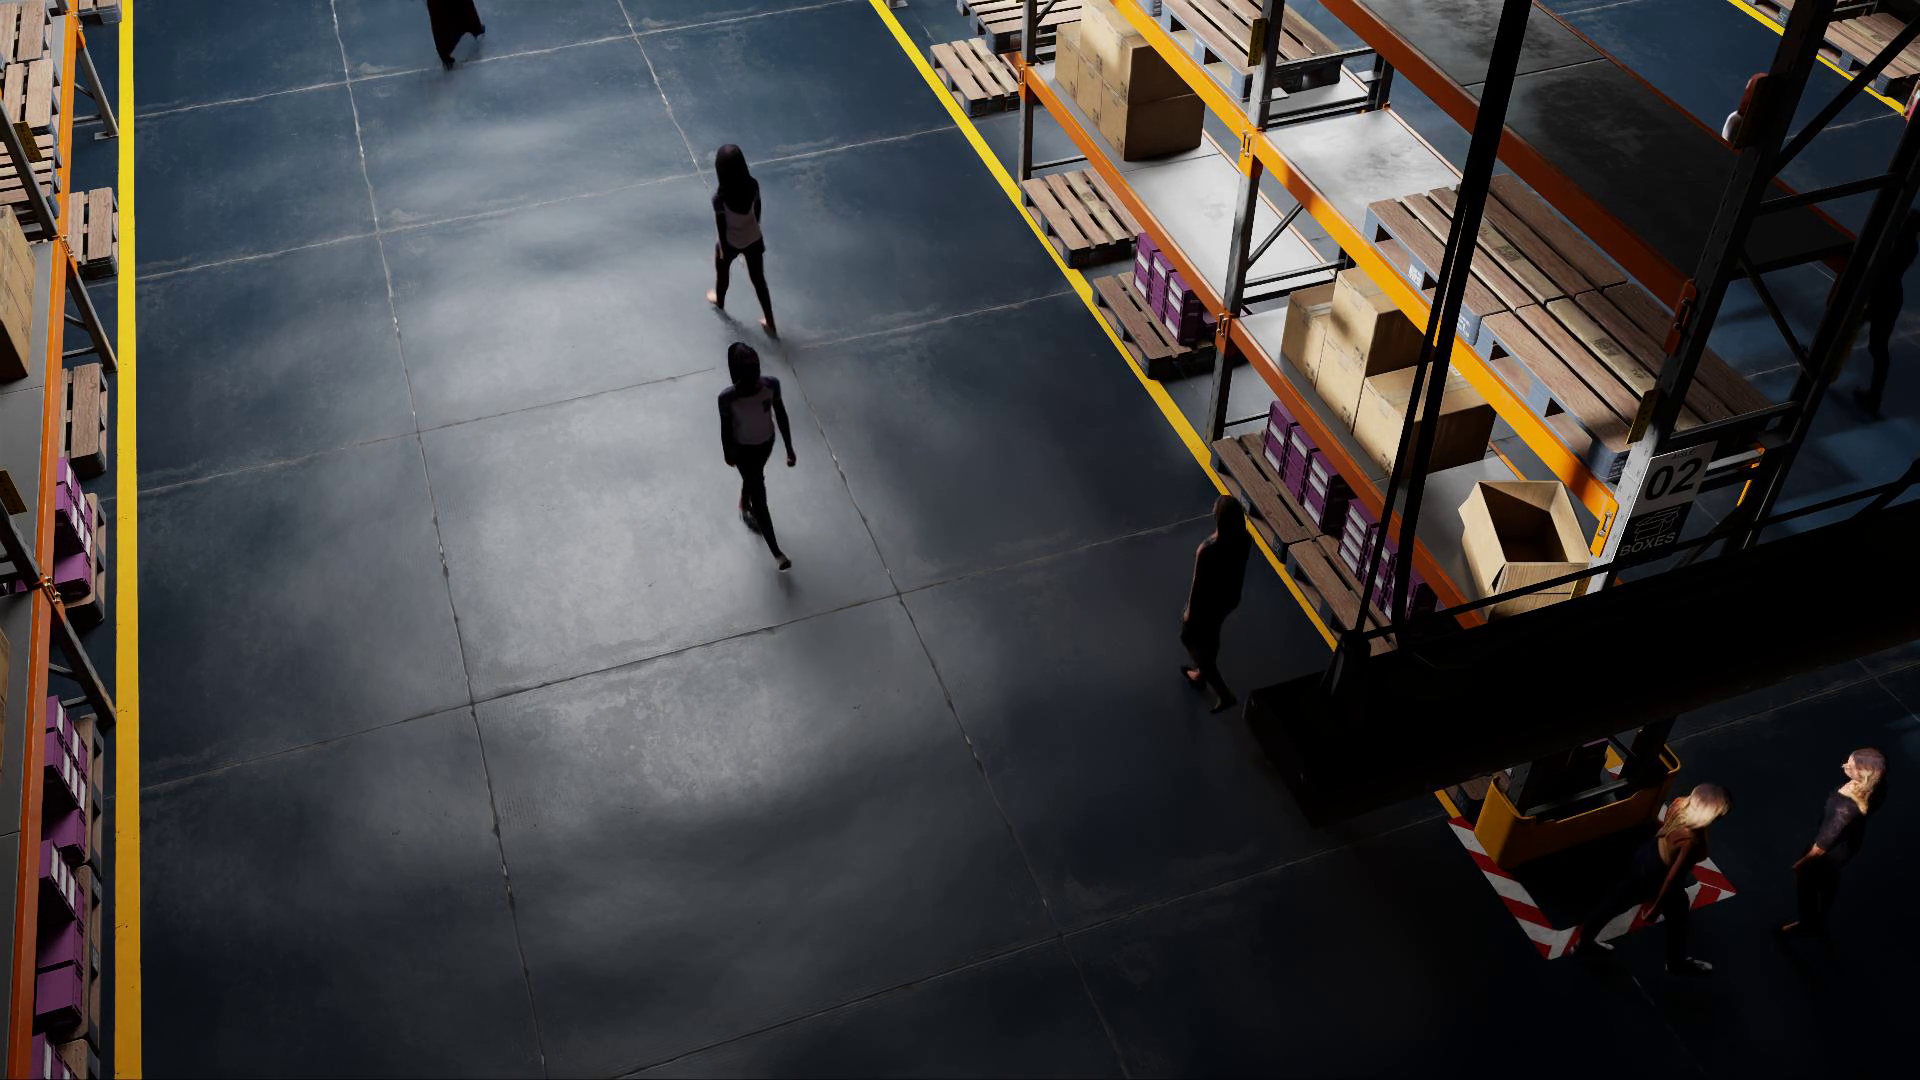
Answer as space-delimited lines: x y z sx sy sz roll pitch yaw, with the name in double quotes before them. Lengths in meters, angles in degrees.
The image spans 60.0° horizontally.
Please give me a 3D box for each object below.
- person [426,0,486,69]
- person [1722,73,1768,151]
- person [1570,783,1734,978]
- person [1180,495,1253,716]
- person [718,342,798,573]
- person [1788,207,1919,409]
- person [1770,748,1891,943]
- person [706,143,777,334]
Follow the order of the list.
"person" -5.280 -5.624 16.882 0.988 1.715 1.163 6 44 6
"person" 6.624 -3.182 14.287 0.585 1.758 0.489 -13 45 -13
"person" 3.737 1.856 9.117 0.908 1.595 1.018 0 44 0
"person" 1.661 0.464 10.515 0.685 1.684 0.877 -23 48 -22
"person" -1.483 -0.701 11.743 0.786 1.676 1.211 -24 49 -23
"person" 7.151 -1.767 12.889 0.664 1.638 1.150 -18 46 -18
"person" 4.870 1.709 9.231 0.764 1.650 0.670 -20 47 -20
"person" -1.745 -2.412 13.549 0.825 1.662 1.104 -29 51 -27
